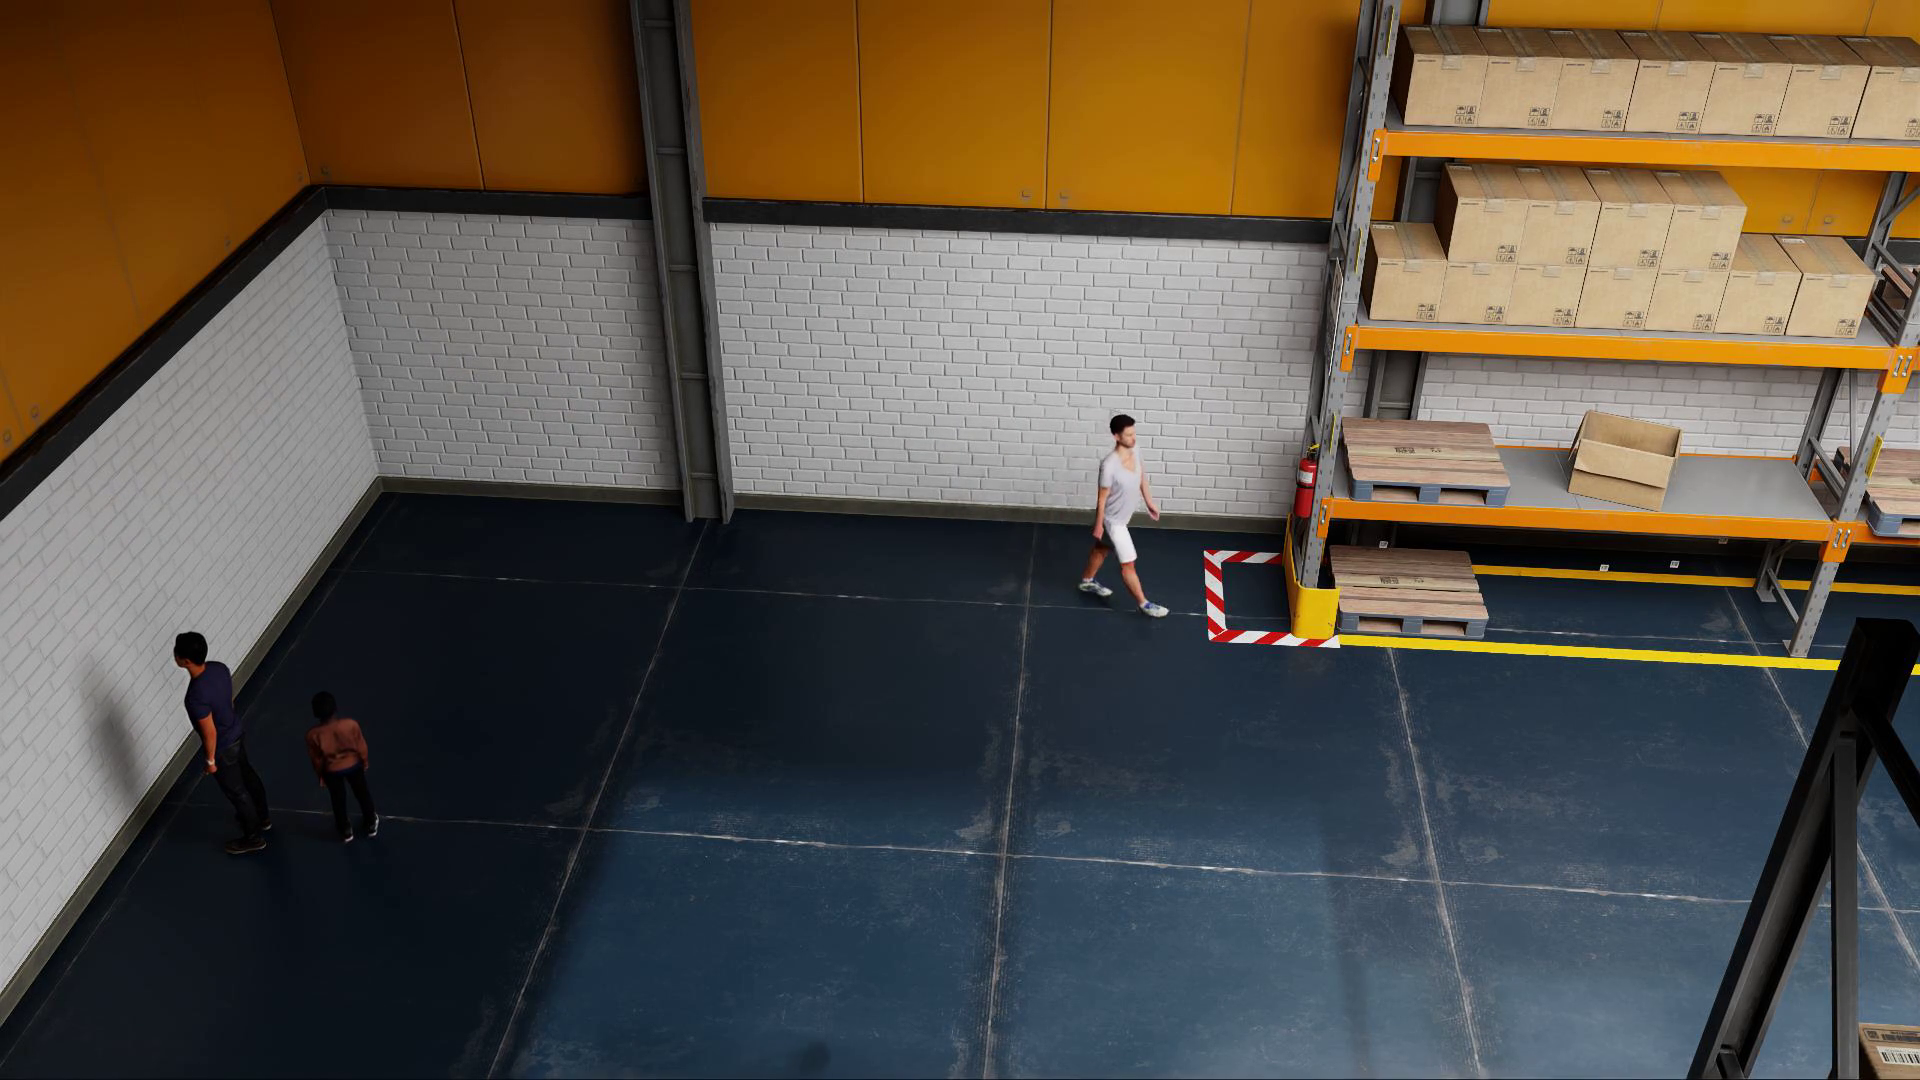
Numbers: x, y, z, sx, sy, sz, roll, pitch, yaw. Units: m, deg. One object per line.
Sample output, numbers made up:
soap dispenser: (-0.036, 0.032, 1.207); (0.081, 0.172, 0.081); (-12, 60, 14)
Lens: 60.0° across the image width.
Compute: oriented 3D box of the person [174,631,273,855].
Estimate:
person: (-5.014, 1.361, 11.326); (0.573, 1.793, 0.672); (-2, 34, -3)

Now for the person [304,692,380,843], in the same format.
person: (-4.285, 1.566, 11.505); (0.544, 1.254, 0.655); (-12, 36, -18)

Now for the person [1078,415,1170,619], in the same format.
person: (1.212, -0.241, 13.723); (1.259, 1.810, 1.042); (19, 38, 26)
